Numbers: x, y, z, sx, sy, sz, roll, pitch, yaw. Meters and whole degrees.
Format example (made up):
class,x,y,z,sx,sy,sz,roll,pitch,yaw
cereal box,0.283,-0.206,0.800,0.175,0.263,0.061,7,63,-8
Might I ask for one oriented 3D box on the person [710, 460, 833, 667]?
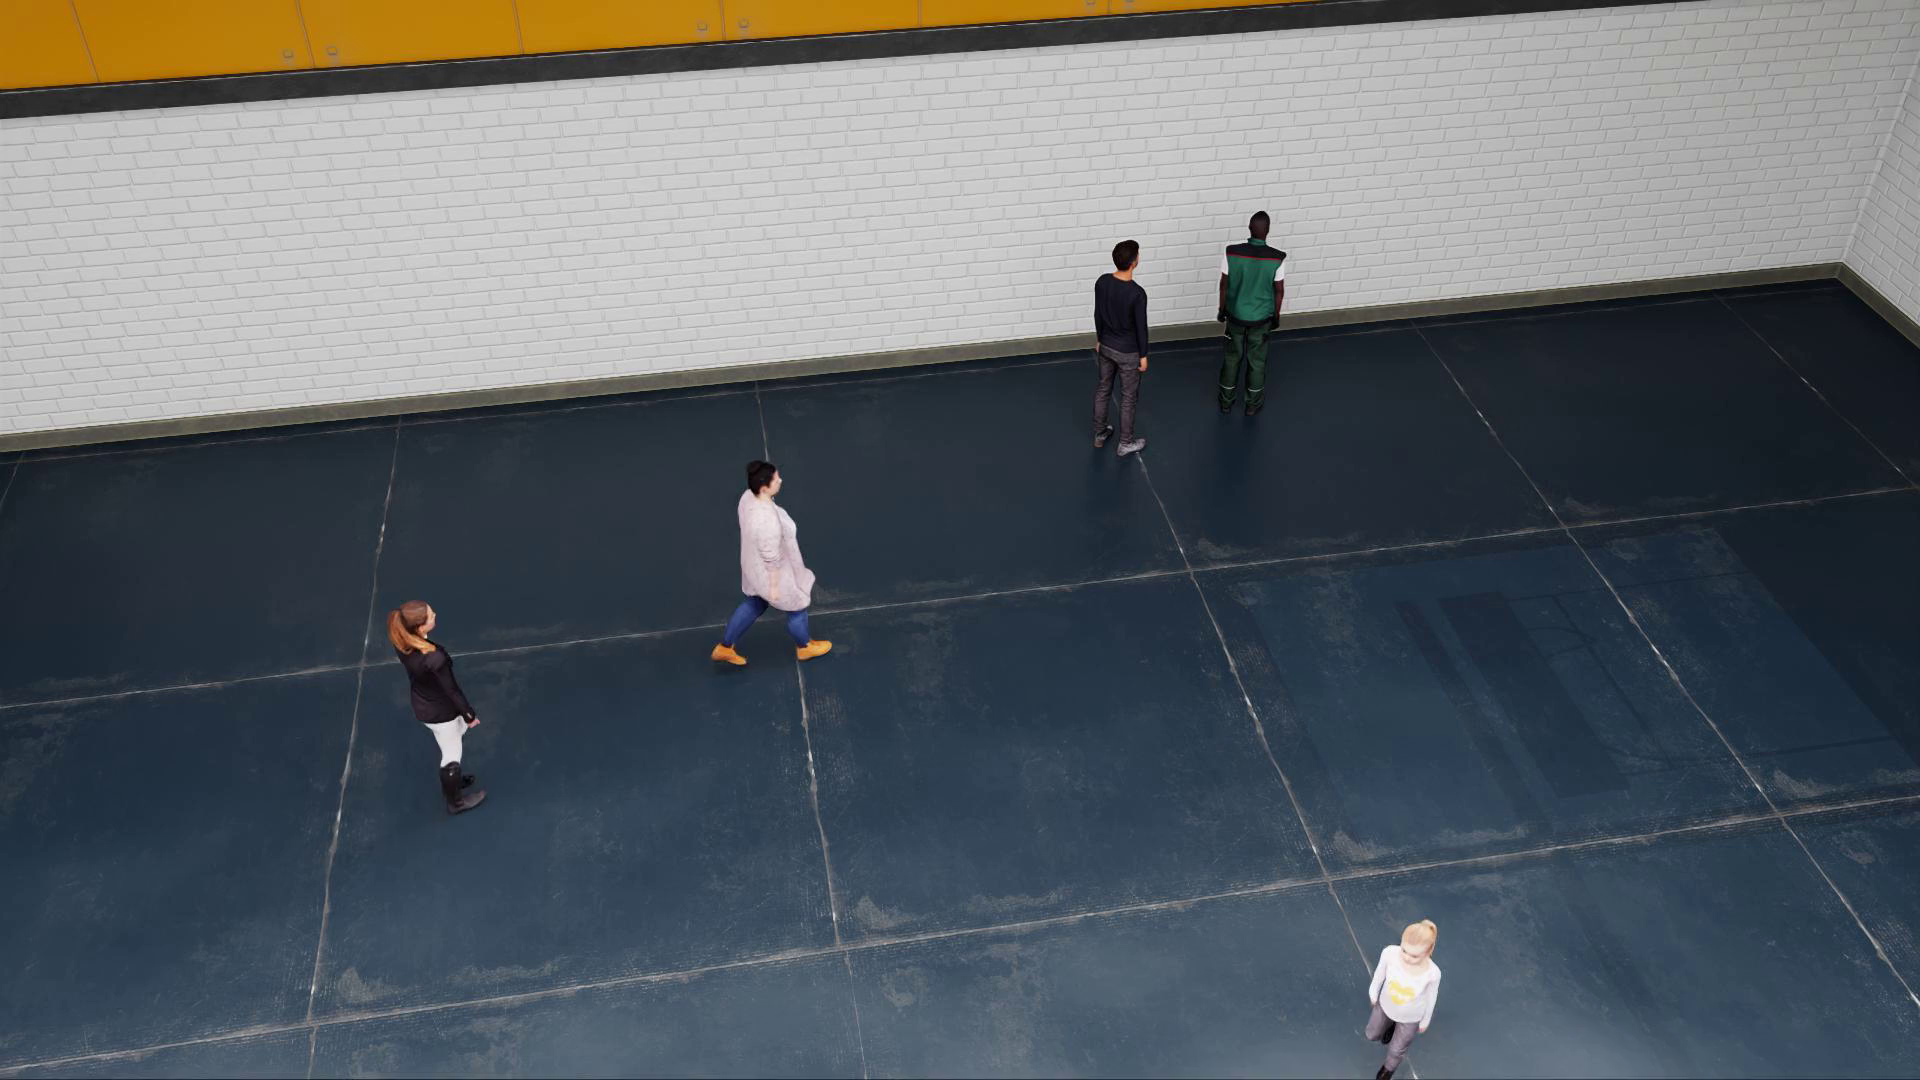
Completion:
class,x,y,z,sx,sy,sz,roll,pitch,yaw
person,-1.357,0.205,11.109,0.915,1.711,1.088,-16,41,-19

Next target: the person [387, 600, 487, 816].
class,x,y,z,sx,sy,sz,roll,pitch,yaw
person,-3.212,1.069,10.019,0.710,1.721,0.785,31,48,33

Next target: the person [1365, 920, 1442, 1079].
class,x,y,z,sx,sy,sz,roll,pitch,yaw
person,2.333,2.406,8.709,0.732,1.267,0.801,22,44,25

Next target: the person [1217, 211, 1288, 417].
class,x,y,z,sx,sy,sz,roll,pitch,yaw
person,2.361,-1.841,13.567,0.776,1.840,0.765,10,40,12

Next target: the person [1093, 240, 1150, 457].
class,x,y,z,sx,sy,sz,roll,pitch,yaw
person,1.265,-1.511,13.131,0.698,1.871,0.768,26,45,29
